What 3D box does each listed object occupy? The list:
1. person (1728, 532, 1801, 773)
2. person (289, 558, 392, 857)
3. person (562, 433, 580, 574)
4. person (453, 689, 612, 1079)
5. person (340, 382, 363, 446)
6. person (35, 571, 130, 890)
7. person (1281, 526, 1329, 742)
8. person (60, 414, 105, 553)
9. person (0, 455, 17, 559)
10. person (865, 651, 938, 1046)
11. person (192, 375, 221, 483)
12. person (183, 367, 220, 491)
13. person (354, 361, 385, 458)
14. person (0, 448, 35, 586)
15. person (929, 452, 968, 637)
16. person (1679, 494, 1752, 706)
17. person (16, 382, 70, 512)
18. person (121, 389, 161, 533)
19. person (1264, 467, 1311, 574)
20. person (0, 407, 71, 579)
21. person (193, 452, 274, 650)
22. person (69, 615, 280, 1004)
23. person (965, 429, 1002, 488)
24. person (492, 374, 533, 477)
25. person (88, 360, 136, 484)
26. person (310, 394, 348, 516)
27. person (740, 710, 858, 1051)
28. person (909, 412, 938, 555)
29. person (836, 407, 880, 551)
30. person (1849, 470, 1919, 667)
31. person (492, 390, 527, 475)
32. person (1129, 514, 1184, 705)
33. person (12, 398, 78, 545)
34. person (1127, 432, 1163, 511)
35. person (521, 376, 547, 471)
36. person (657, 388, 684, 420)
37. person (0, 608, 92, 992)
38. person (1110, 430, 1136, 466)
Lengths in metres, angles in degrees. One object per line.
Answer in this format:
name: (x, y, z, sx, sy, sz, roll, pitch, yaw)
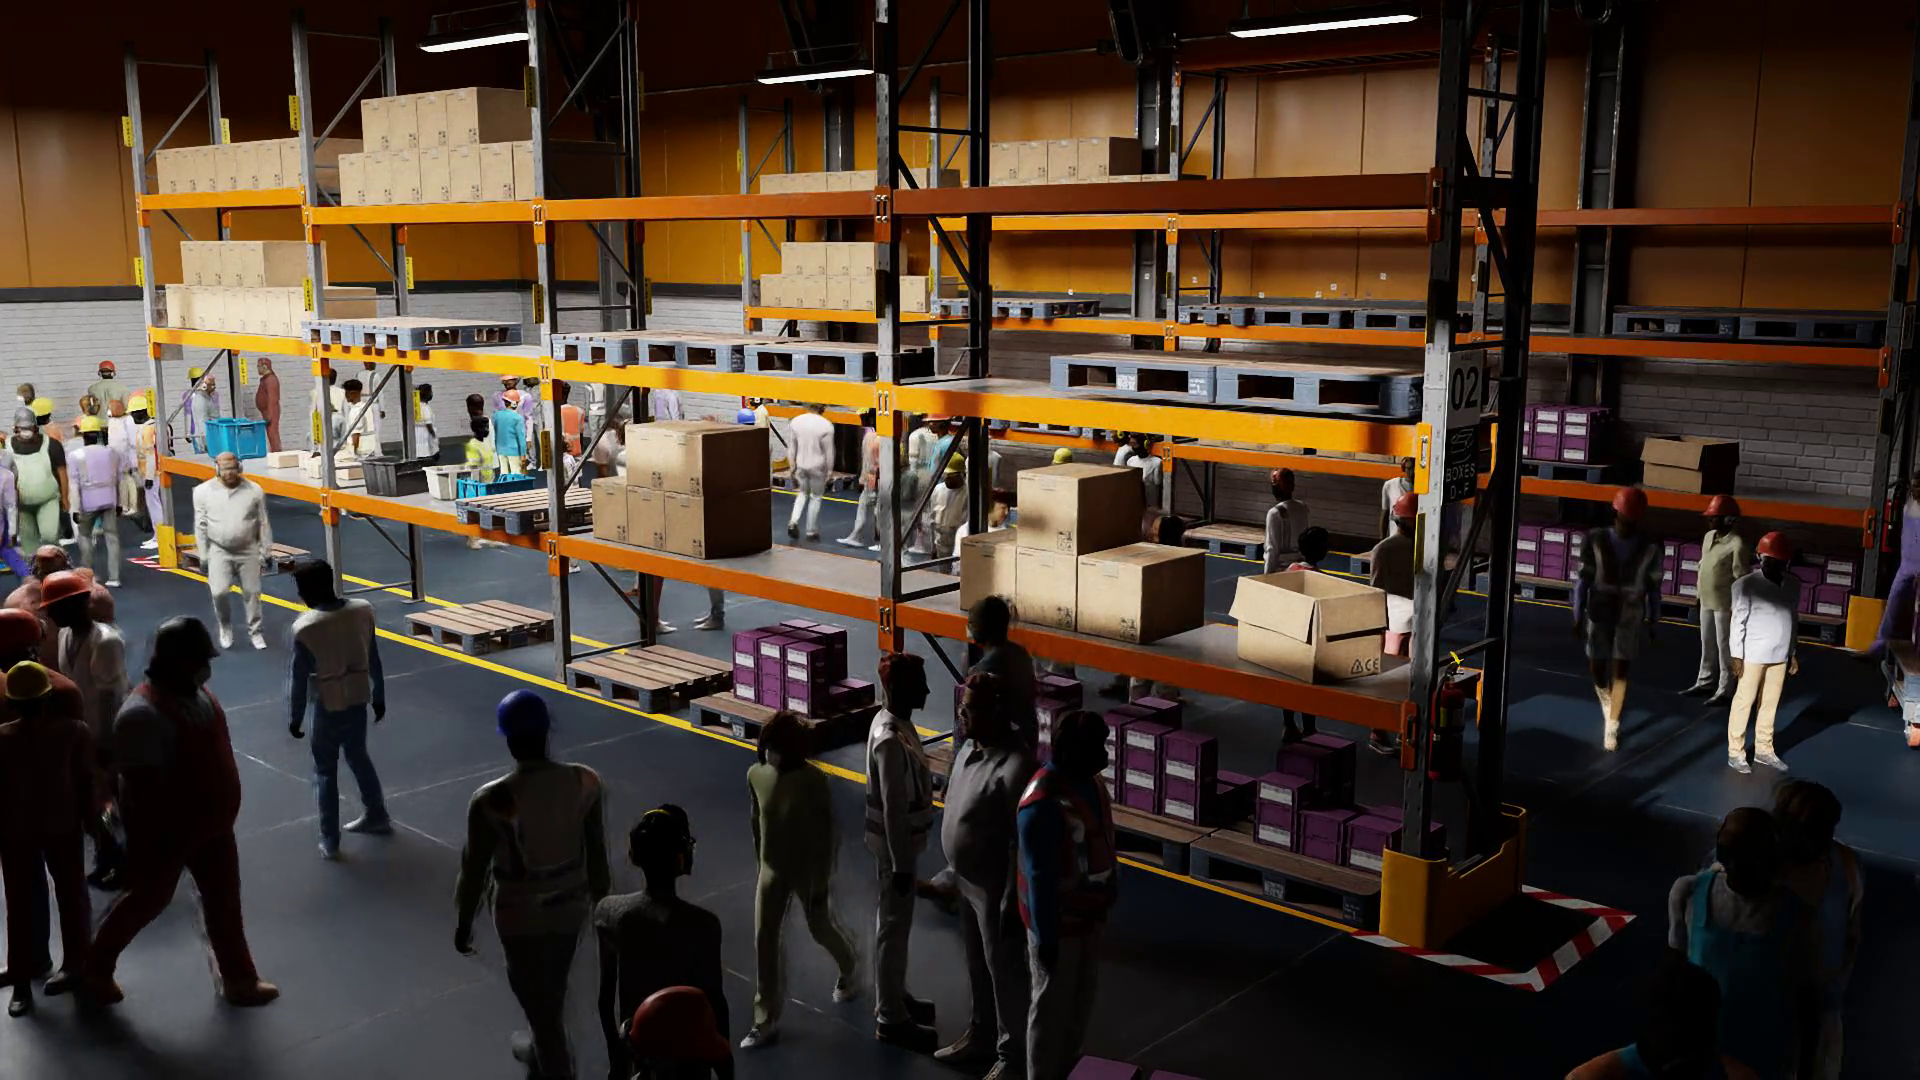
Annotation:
person: (5.801, 0.801, 11.971, 0.572, 1.751, 0.329, -3, 10, -16)
person: (-3.863, 1.022, 10.376, 0.488, 1.881, 0.708, 6, 12, 31)
person: (-4.554, -0.429, 19.248, 0.307, 1.641, 0.514, -3, 11, -18)
person: (-1.883, 1.569, 7.179, 0.627, 1.901, 0.943, -9, 13, -42)
person: (-9.711, -1.727, 26.674, 0.619, 1.621, 0.513, 6, 12, 30)
person: (-5.053, 1.124, 9.713, 0.582, 1.905, 0.465, 4, 11, 24)
person: (2.626, 0.734, 12.514, 0.316, 1.695, 0.542, -4, 11, -23)
person: (-10.747, -0.672, 20.382, 0.577, 1.729, 0.662, -4, 11, -24)
person: (-9.786, -0.097, 16.666, 0.501, 1.892, 0.638, 10, 14, 43)
person: (-0.281, 1.451, 7.931, 0.345, 1.882, 0.584, 0, 10, -1)
person: (-11.085, -1.494, 24.561, 0.400, 1.895, 0.655, -4, 11, -20)
person: (-11.746, -1.724, 25.781, 0.395, 1.920, 0.588, 6, 12, 31)
person: (-10.347, -2.314, 29.220, 0.585, 1.881, 0.340, 4, 11, 23)
person: (-10.192, -0.305, 17.415, 0.660, 2.000, 0.705, 3, 11, 18)
person: (-0.045, 0.058, 15.992, 0.587, 1.824, 0.404, 5, 11, 28)
person: (6.243, 0.492, 13.716, 0.334, 1.753, 0.562, -1, 10, -8)
person: (-12.795, -1.244, 23.103, 0.634, 1.918, 0.872, 4, 11, 23)
person: (-10.706, -1.019, 21.783, 0.548, 1.919, 0.591, 2, 10, 12)
person: (2.799, 0.303, 14.415, 0.355, 1.887, 0.573, 9, 14, 42)
person: (-10.230, -0.464, 18.316, 0.714, 2.000, 0.631, -4, 11, -21)
person: (-6.734, 0.119, 15.470, 0.667, 1.884, 0.493, -5, 11, -27)
person: (-3.944, 1.320, 8.229, 0.937, 2.000, 0.676, 2, 10, 12)
person: (0.238, -0.453, 19.055, 0.320, 1.755, 0.563, 8, 13, 39)
person: (-6.518, -1.512, 24.231, 0.608, 2.044, 0.371, 1, 10, 8)
person: (-13.335, -1.827, 26.163, 0.609, 1.990, 0.383, -3, 10, -15)
person: (-8.853, -1.202, 23.362, 0.501, 1.733, 0.350, -7, 12, -33)
person: (-0.770, 1.576, 8.035, 0.505, 1.604, 0.783, 5, 11, 27)
person: (-0.406, -0.738, 20.241, 0.558, 1.902, 0.600, 6, 12, 33)
person: (-1.204, -0.793, 20.567, 0.800, 1.896, 0.600, 0, 10, 1)
person: (8.436, 0.273, 14.781, 0.831, 1.810, 0.515, -3, 10, -14)
person: (-6.407, -1.281, 23.792, 0.574, 1.739, 0.350, 6, 12, 29)
person: (1.479, 0.717, 12.245, 0.430, 1.832, 0.631, -9, 13, -40)
person: (-11.574, -0.831, 20.857, 0.786, 1.877, 0.613, -9, 13, -42)
person: (1.945, -0.272, 17.770, 0.351, 1.856, 0.519, -9, 13, -41)
person: (-7.204, -2.026, 28.031, 0.489, 1.731, 0.321, 3, 10, 17)
person: (-4.469, -1.754, 25.841, 0.374, 1.958, 0.611, 5, 11, 28)
person: (-4.707, 1.309, 8.446, 0.611, 1.985, 0.393, 3, 11, 18)
person: (1.826, -0.436, 18.678, 0.313, 1.861, 0.511, 2, 10, 9)
